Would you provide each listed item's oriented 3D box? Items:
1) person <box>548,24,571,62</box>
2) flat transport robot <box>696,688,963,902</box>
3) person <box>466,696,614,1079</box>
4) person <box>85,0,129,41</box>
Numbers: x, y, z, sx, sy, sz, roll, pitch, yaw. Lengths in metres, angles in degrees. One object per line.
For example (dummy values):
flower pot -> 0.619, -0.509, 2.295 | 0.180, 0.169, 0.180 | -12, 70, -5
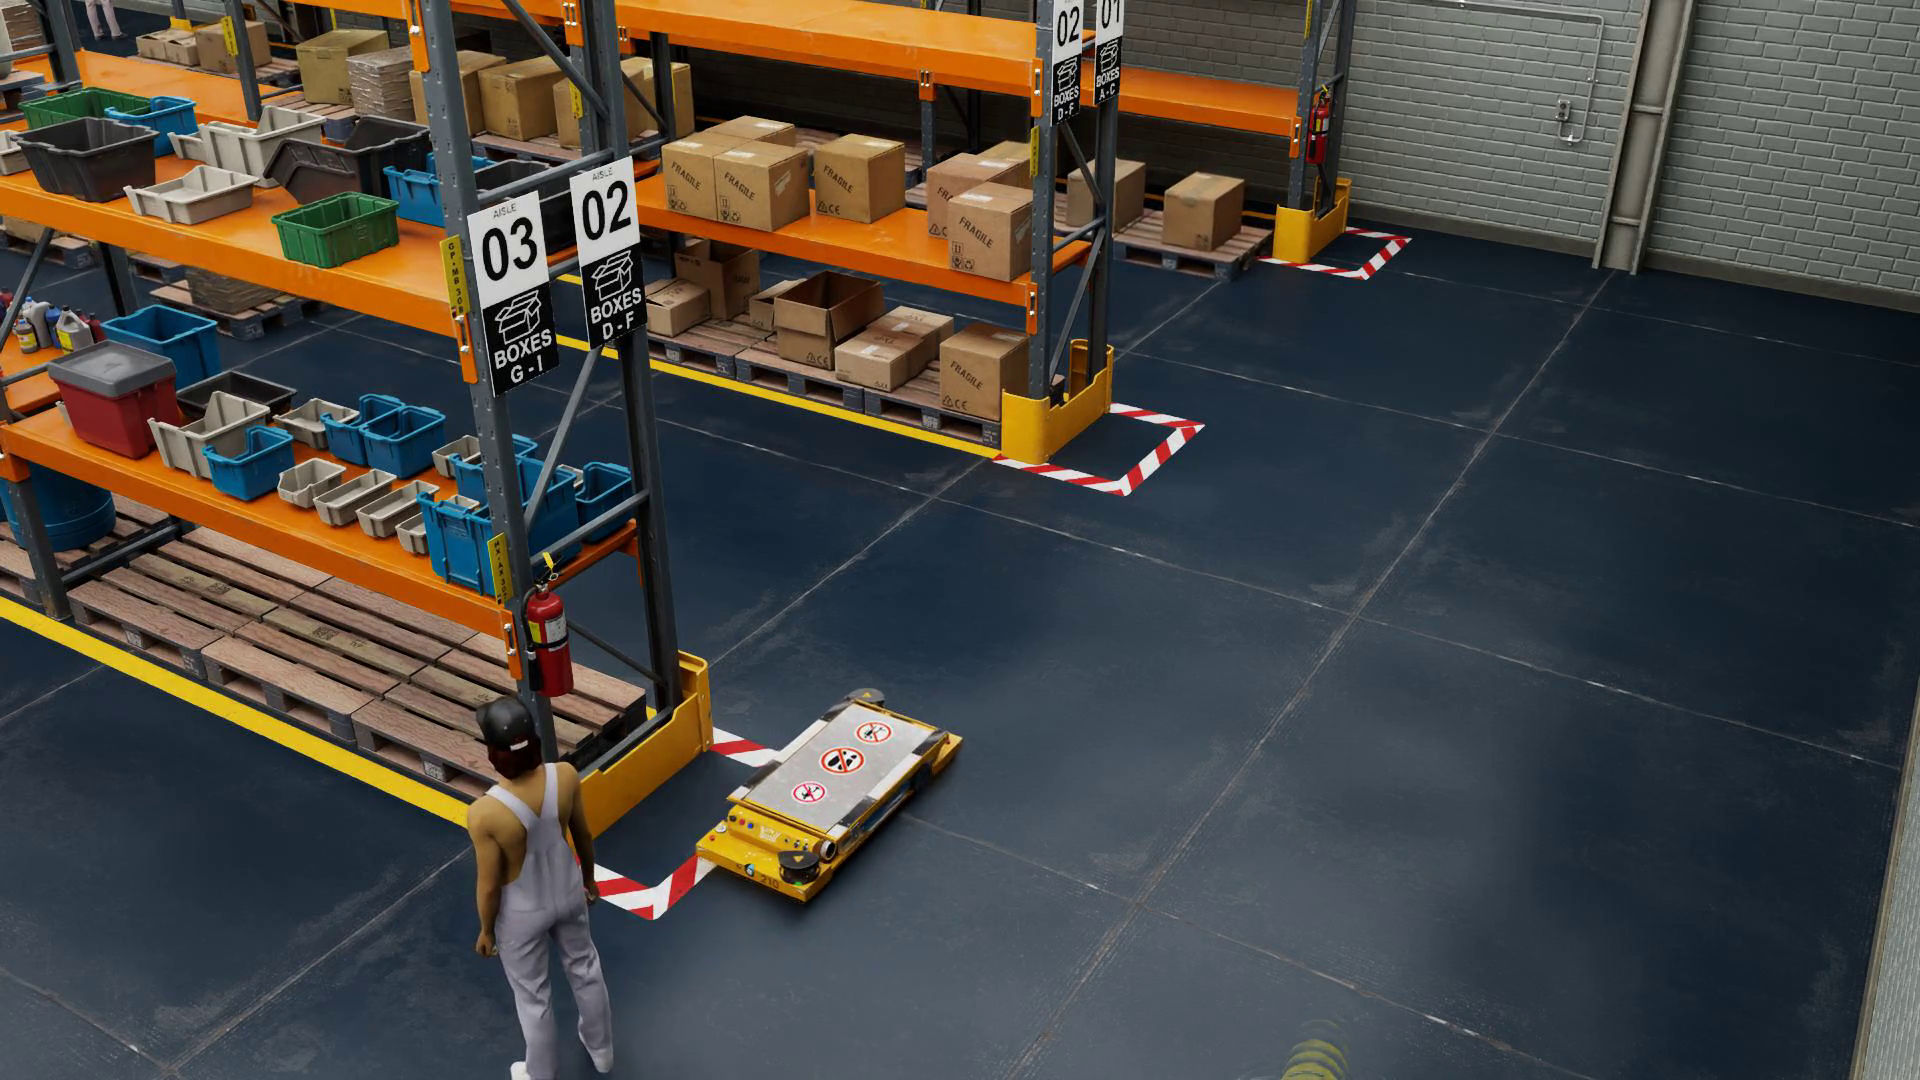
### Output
person -> -3.997, -4.488, 17.228 | 0.532, 1.690, 0.322 | 12, 31, 21
flat transport robot -> -0.630, 1.247, 8.396 | 0.659, 0.231, 1.431 | 16, 33, 27
person -> -1.666, 1.391, 6.501 | 0.528, 1.861, 0.385 | -25, 38, -37
person -> -12.119, -7.911, 23.208 | 0.562, 1.847, 0.390 | 1, 29, 2
